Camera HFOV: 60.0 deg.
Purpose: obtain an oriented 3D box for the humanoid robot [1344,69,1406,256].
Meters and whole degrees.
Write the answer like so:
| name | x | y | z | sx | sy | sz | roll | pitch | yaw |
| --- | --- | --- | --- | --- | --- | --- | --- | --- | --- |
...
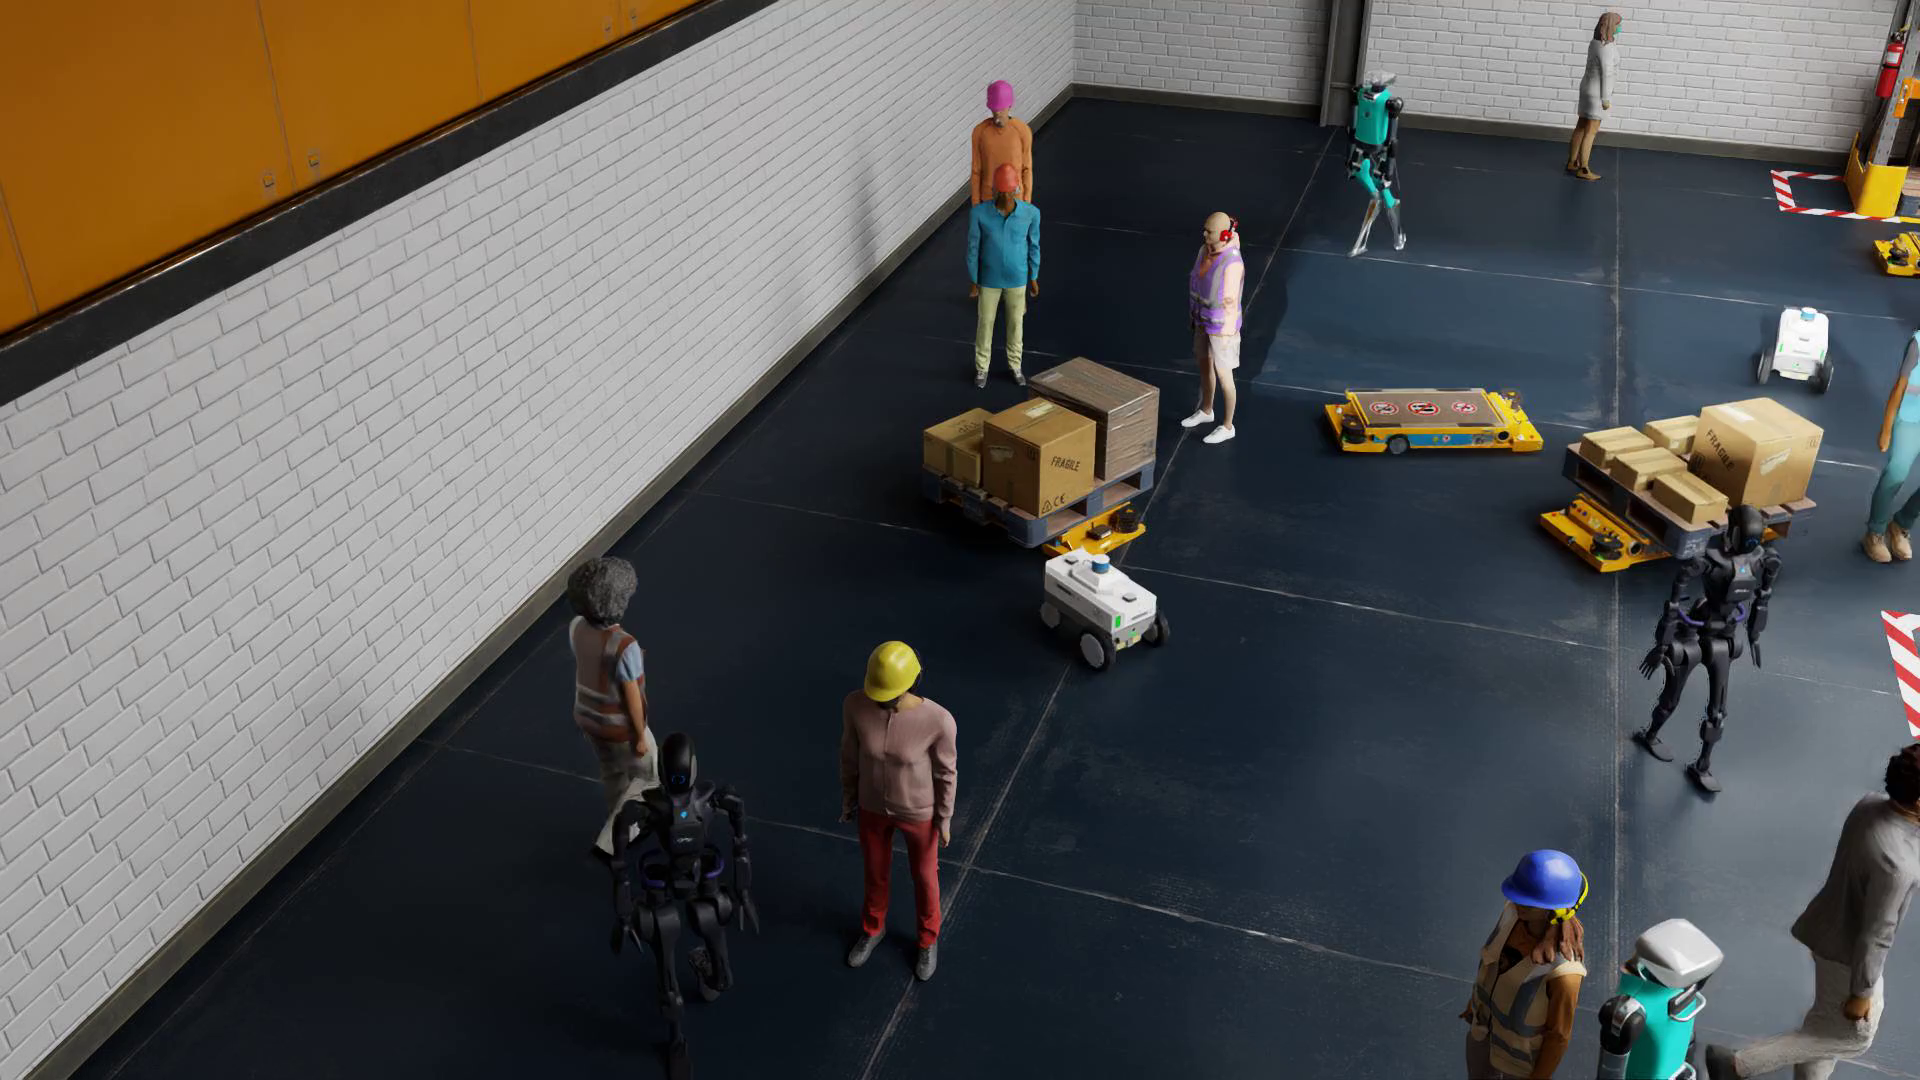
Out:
| name | x | y | z | sx | sy | sz | roll | pitch | yaw |
| --- | --- | --- | --- | --- | --- | --- | --- | --- | --- |
| humanoid robot | 3.842 | -3.361 | 14.947 | 0.893 | 1.832 | 0.558 | -23 | 37 | -34 |

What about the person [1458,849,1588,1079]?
| name | x | y | z | sx | sy | sz | roll | pitch | yaw |
| --- | --- | --- | --- | --- | --- | --- | --- | --- | --- |
| person | 1.994 | 1.820 | 6.040 | 0.306 | 1.778 | 0.460 | -8 | 31 | -14 |

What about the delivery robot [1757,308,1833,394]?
| name | x | y | z | sx | sy | sz | roll | pitch | yaw |
| --- | --- | --- | --- | --- | --- | --- | --- | --- | --- |
| delivery robot | 6.508 | -1.488 | 12.893 | 0.499 | 0.614 | 0.812 | 13 | 33 | 21 |

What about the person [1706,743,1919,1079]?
| name | x | y | z | sx | sy | sz | roll | pitch | yaw |
| --- | --- | --- | --- | --- | --- | --- | --- | --- | --- |
| person | 3.371 | 1.548 | 6.409 | 0.614 | 1.875 | 0.527 | 6 | 31 | 10 |

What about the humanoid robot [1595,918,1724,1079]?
| name | x | y | z | sx | sy | sz | roll | pitch | yaw |
| --- | --- | --- | --- | --- | --- | --- | --- | --- | --- |
| humanoid robot | 2.414 | 2.091 | 5.569 | 0.544 | 1.754 | 0.682 | -22 | 37 | -33 |

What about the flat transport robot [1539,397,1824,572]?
| name | x | y | z | sx | sy | sz | roll | pitch | yaw |
| --- | --- | --- | --- | --- | --- | --- | --- | --- | --- |
| flat transport robot | 4.592 | -0.131 | 10.848 | 1.431 | 0.231 | 0.659 | -10 | 32 | -16 |

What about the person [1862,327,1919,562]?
| name | x | y | z | sx | sy | sz | roll | pitch | yaw |
| --- | --- | --- | --- | --- | --- | --- | --- | --- | --- |
| person | 5.948 | -0.689 | 10.236 | 0.560 | 1.848 | 0.500 | 2 | 31 | 3 |

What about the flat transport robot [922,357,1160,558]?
| name | x | y | z | sx | sy | sz | roll | pitch | yaw |
| --- | --- | --- | --- | --- | --- | --- | --- | --- | --- |
| flat transport robot | 0.483 | -0.256 | 11.061 | 0.659 | 0.231 | 1.431 | -26 | 39 | -37 |

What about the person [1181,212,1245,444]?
| name | x | y | z | sx | sy | sz | roll | pitch | yaw |
| --- | --- | --- | --- | --- | --- | --- | --- | --- | --- |
| person | 1.808 | -1.516 | 11.807 | 0.353 | 1.685 | 0.486 | -14 | 33 | -22 |

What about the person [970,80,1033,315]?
| name | x | y | z | sx | sy | sz | roll | pitch | yaw |
| --- | --- | --- | --- | --- | --- | --- | --- | --- | --- |
| person | 0.340 | -2.820 | 13.748 | 0.516 | 1.975 | 0.403 | 3 | 31 | 5 |

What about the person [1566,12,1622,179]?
| name | x | y | z | sx | sy | sz | roll | pitch | yaw |
| --- | --- | --- | --- | --- | --- | --- | --- | --- | --- |
| person | 6.502 | -4.531 | 16.958 | 0.336 | 1.659 | 0.495 | -2 | 30 | -3 |

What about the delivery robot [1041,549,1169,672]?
| name | x | y | z | sx | sy | sz | roll | pitch | yaw |
| --- | --- | --- | --- | --- | --- | --- | --- | --- | --- |
| delivery robot | 0.814 | 0.360 | 9.720 | 0.499 | 0.583 | 0.774 | -21 | 36 | -31 |

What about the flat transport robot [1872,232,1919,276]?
| name | x | y | z | sx | sy | sz | roll | pitch | yaw |
| --- | --- | --- | --- | --- | --- | --- | --- | --- | --- |
| flat transport robot | 9.033 | -2.515 | 14.903 | 1.431 | 0.231 | 0.659 | 7 | 31 | 13 |

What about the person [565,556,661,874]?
| name | x | y | z | sx | sy | sz | roll | pitch | yaw |
| --- | --- | --- | --- | --- | --- | --- | --- | --- | --- |
| person | -1.656 | 0.850 | 7.788 | 0.437 | 1.671 | 0.465 | 19 | 35 | 29 |

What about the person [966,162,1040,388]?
| name | x | y | z | sx | sy | sz | roll | pitch | yaw |
| --- | --- | --- | --- | --- | --- | --- | --- | --- | --- |
| person | 0.327 | -1.993 | 12.548 | 0.560 | 1.752 | 0.329 | -2 | 31 | -4 |

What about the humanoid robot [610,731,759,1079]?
| name | x | y | z | sx | sy | sz | roll | pitch | yaw |
| --- | --- | --- | --- | --- | --- | --- | --- | --- | --- |
| humanoid robot | -1.157 | 1.433 | 6.801 | 0.605 | 1.641 | 0.519 | -12 | 33 | -20 |

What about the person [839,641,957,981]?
| name | x | y | z | sx | sy | sz | roll | pitch | yaw |
| --- | --- | --- | --- | --- | --- | --- | --- | --- | --- |
| person | -0.273 | 1.167 | 7.172 | 0.524 | 1.759 | 0.325 | 9 | 32 | 15 |

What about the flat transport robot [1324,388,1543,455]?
| name | x | y | z | sx | sy | sz | roll | pitch | yaw |
| --- | --- | --- | --- | --- | --- | --- | --- | --- | --- |
| flat transport robot | 3.433 | -0.865 | 12.096 | 1.431 | 0.231 | 0.659 | 0 | 30 | -1 |

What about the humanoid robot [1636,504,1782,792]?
| name | x | y | z | sx | sy | sz | roll | pitch | yaw |
| --- | --- | --- | --- | --- | --- | --- | --- | --- | --- |
| humanoid robot | 3.785 | 0.504 | 8.398 | 0.612 | 1.625 | 0.617 | -4 | 31 | -7 |
